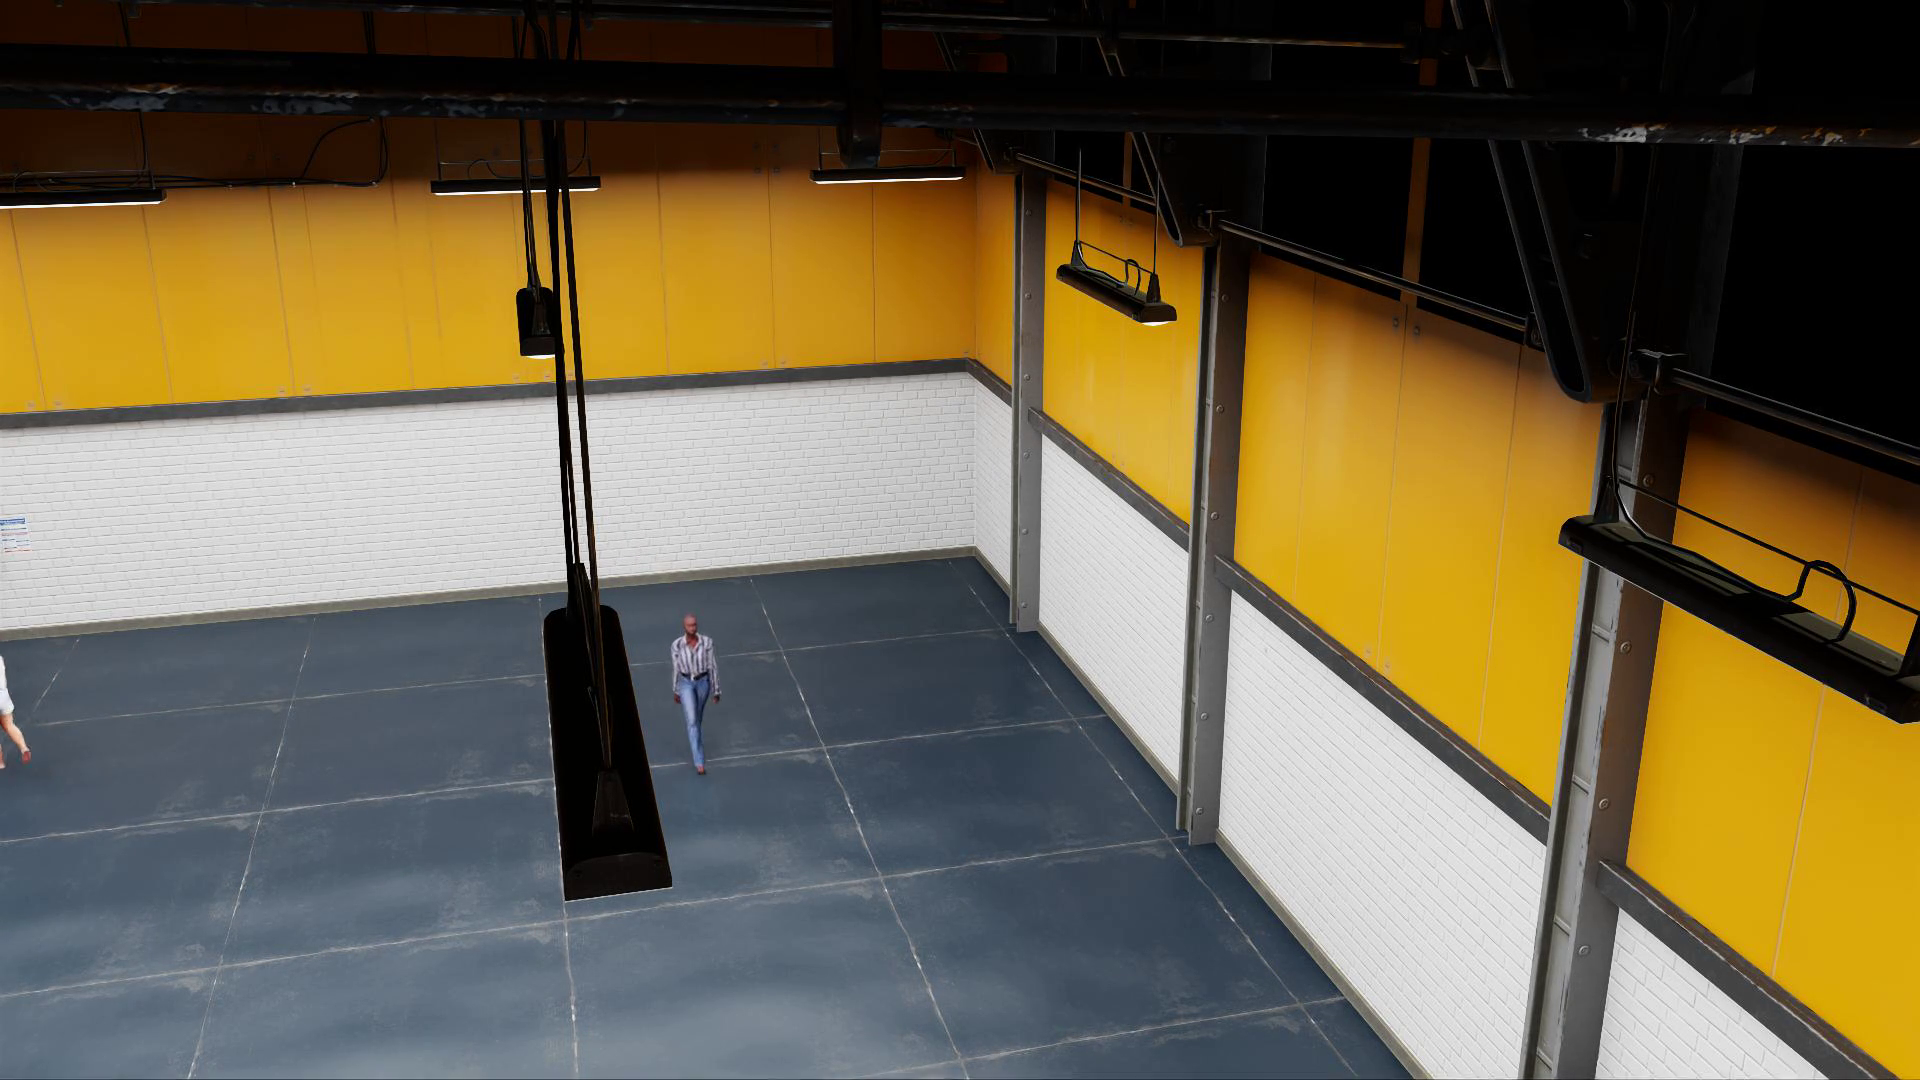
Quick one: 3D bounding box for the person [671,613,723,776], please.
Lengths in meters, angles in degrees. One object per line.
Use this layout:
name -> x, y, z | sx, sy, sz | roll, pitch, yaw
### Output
person -> -2.940, 1.641, 18.366 | 0.721, 1.738, 1.194 | -6, 20, -18

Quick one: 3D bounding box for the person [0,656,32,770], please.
person -> -10.495, 1.789, 18.154 | 0.879, 1.594, 0.833 | 9, 20, 24
